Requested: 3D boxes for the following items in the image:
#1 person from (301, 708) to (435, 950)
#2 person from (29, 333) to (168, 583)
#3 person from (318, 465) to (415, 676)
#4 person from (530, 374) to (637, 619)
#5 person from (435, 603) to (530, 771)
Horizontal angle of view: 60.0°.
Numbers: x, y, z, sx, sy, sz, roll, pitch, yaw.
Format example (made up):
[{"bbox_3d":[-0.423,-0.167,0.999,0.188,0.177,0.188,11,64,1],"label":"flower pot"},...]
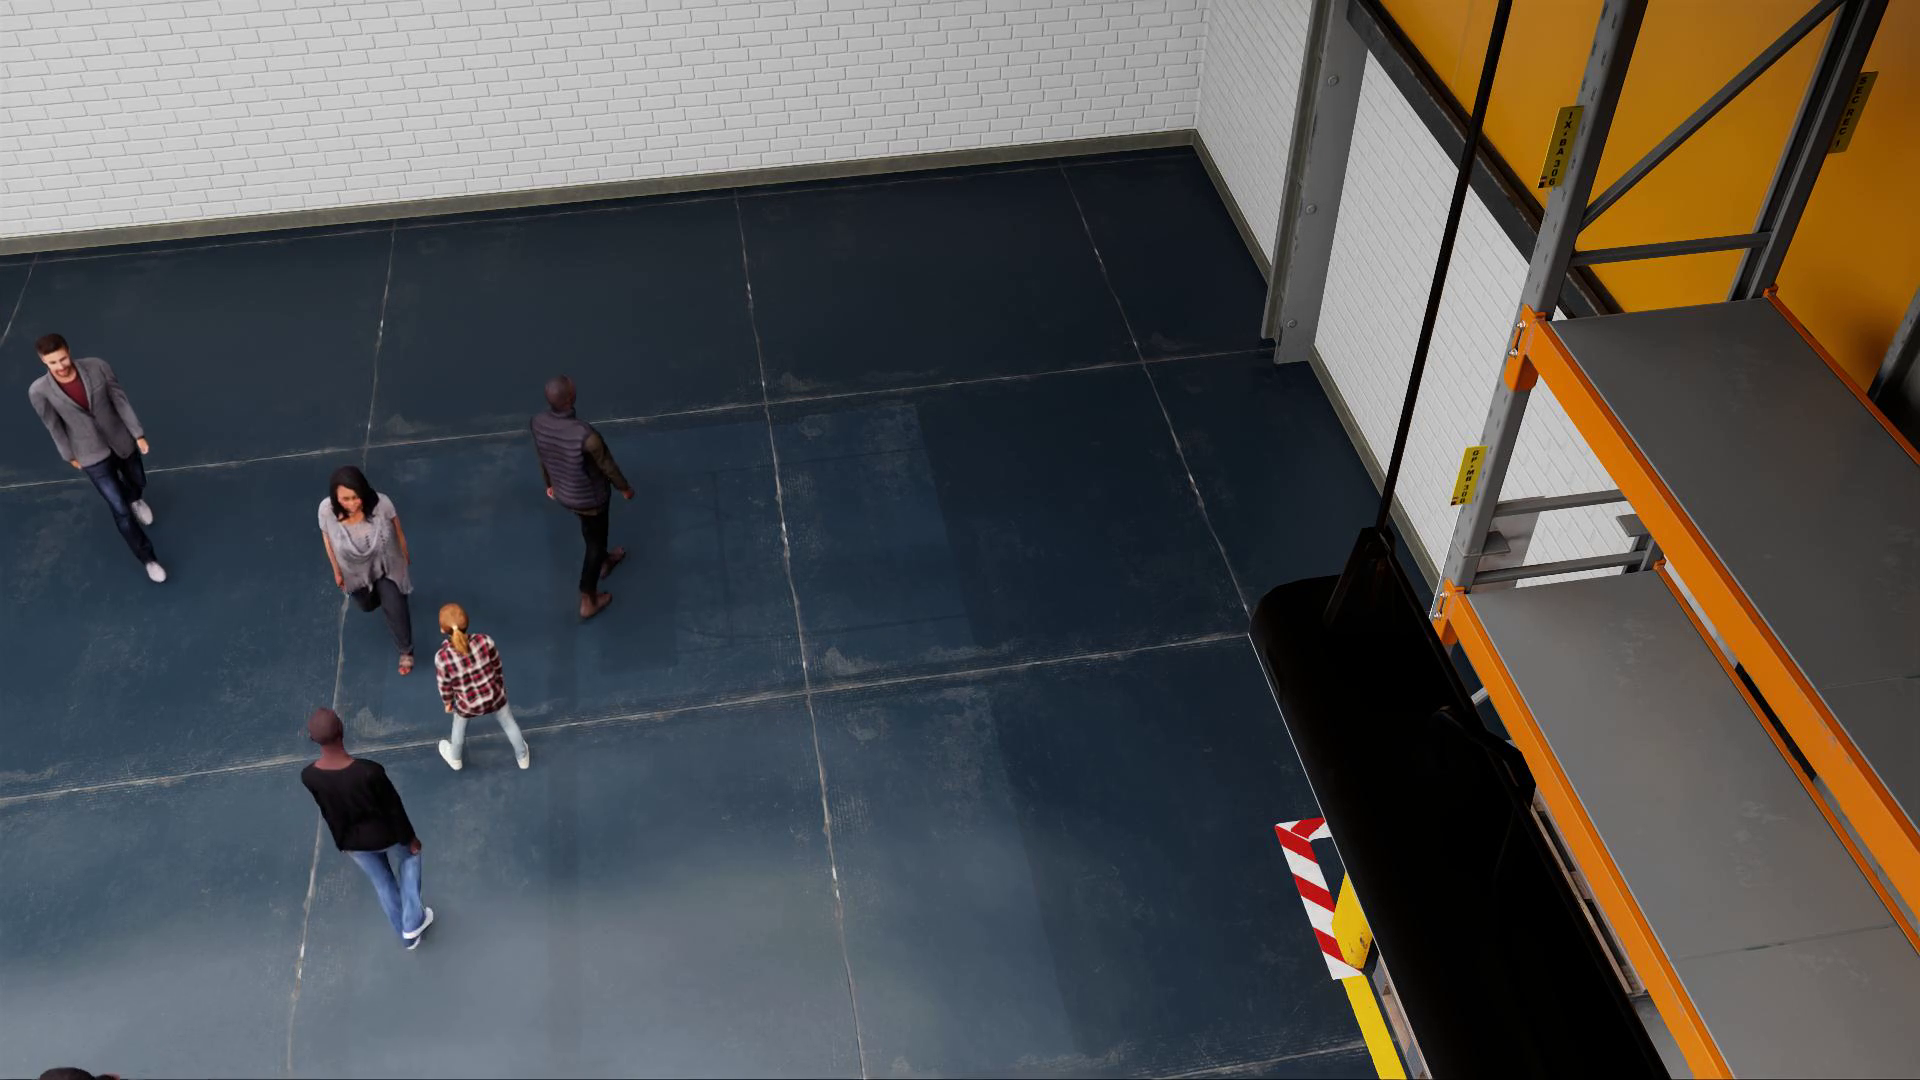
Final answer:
[{"bbox_3d":[-3.127,1.625,8.782,0.677,1.723,0.652,-2,44,-2],"label":"person"},{"bbox_3d":[-5.717,-0.654,11.091,1.114,1.837,1.291,-34,53,-30],"label":"person"},{"bbox_3d":[-3.702,0.088,10.493,0.625,1.588,0.894,-7,44,-8],"label":"person"},{"bbox_3d":[-2.451,-0.258,10.687,0.989,1.820,1.064,21,47,20],"label":"person"},{"bbox_3d":[-2.872,0.906,9.854,0.726,1.284,0.701,-18,47,-18],"label":"person"}]
